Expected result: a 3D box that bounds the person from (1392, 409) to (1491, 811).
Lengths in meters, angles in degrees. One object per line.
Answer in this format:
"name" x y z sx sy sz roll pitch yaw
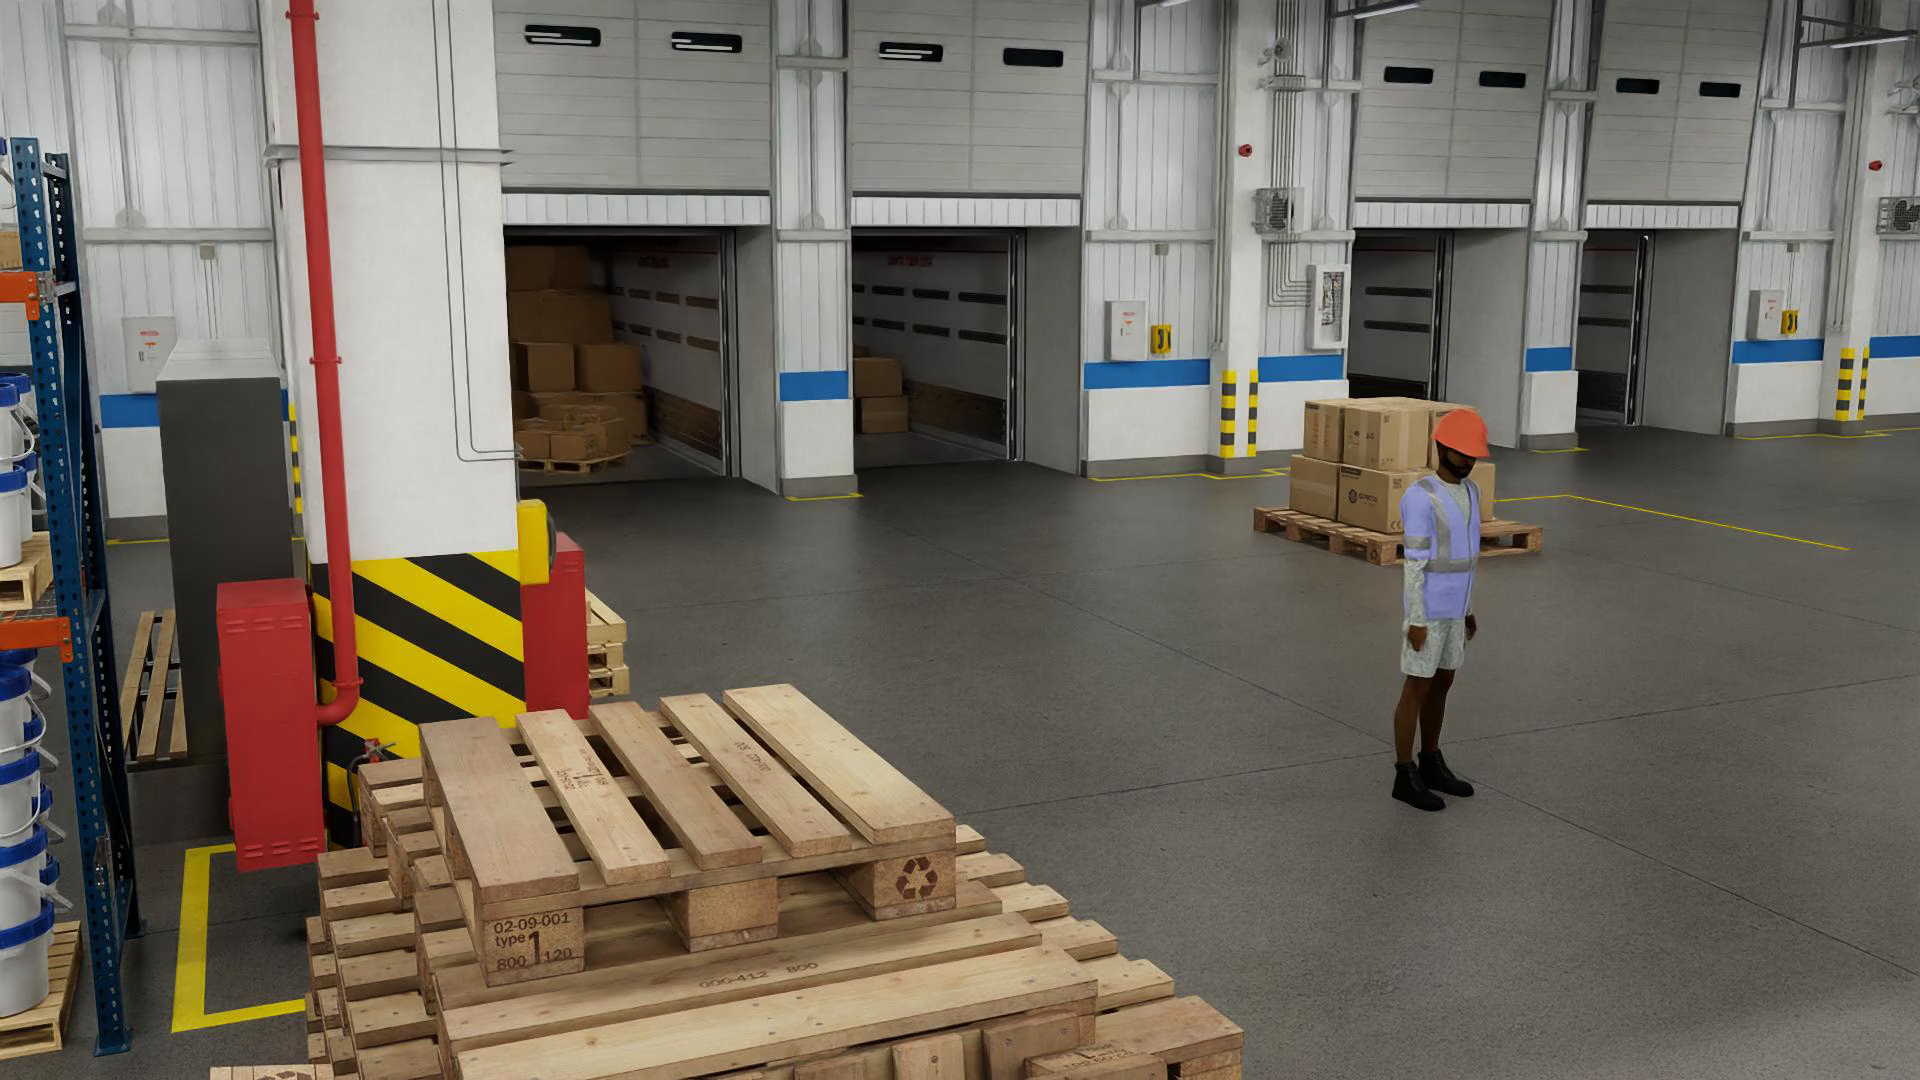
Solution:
"person" 2.338 0.327 8.015 0.545 1.927 0.385 -9 14 -41
